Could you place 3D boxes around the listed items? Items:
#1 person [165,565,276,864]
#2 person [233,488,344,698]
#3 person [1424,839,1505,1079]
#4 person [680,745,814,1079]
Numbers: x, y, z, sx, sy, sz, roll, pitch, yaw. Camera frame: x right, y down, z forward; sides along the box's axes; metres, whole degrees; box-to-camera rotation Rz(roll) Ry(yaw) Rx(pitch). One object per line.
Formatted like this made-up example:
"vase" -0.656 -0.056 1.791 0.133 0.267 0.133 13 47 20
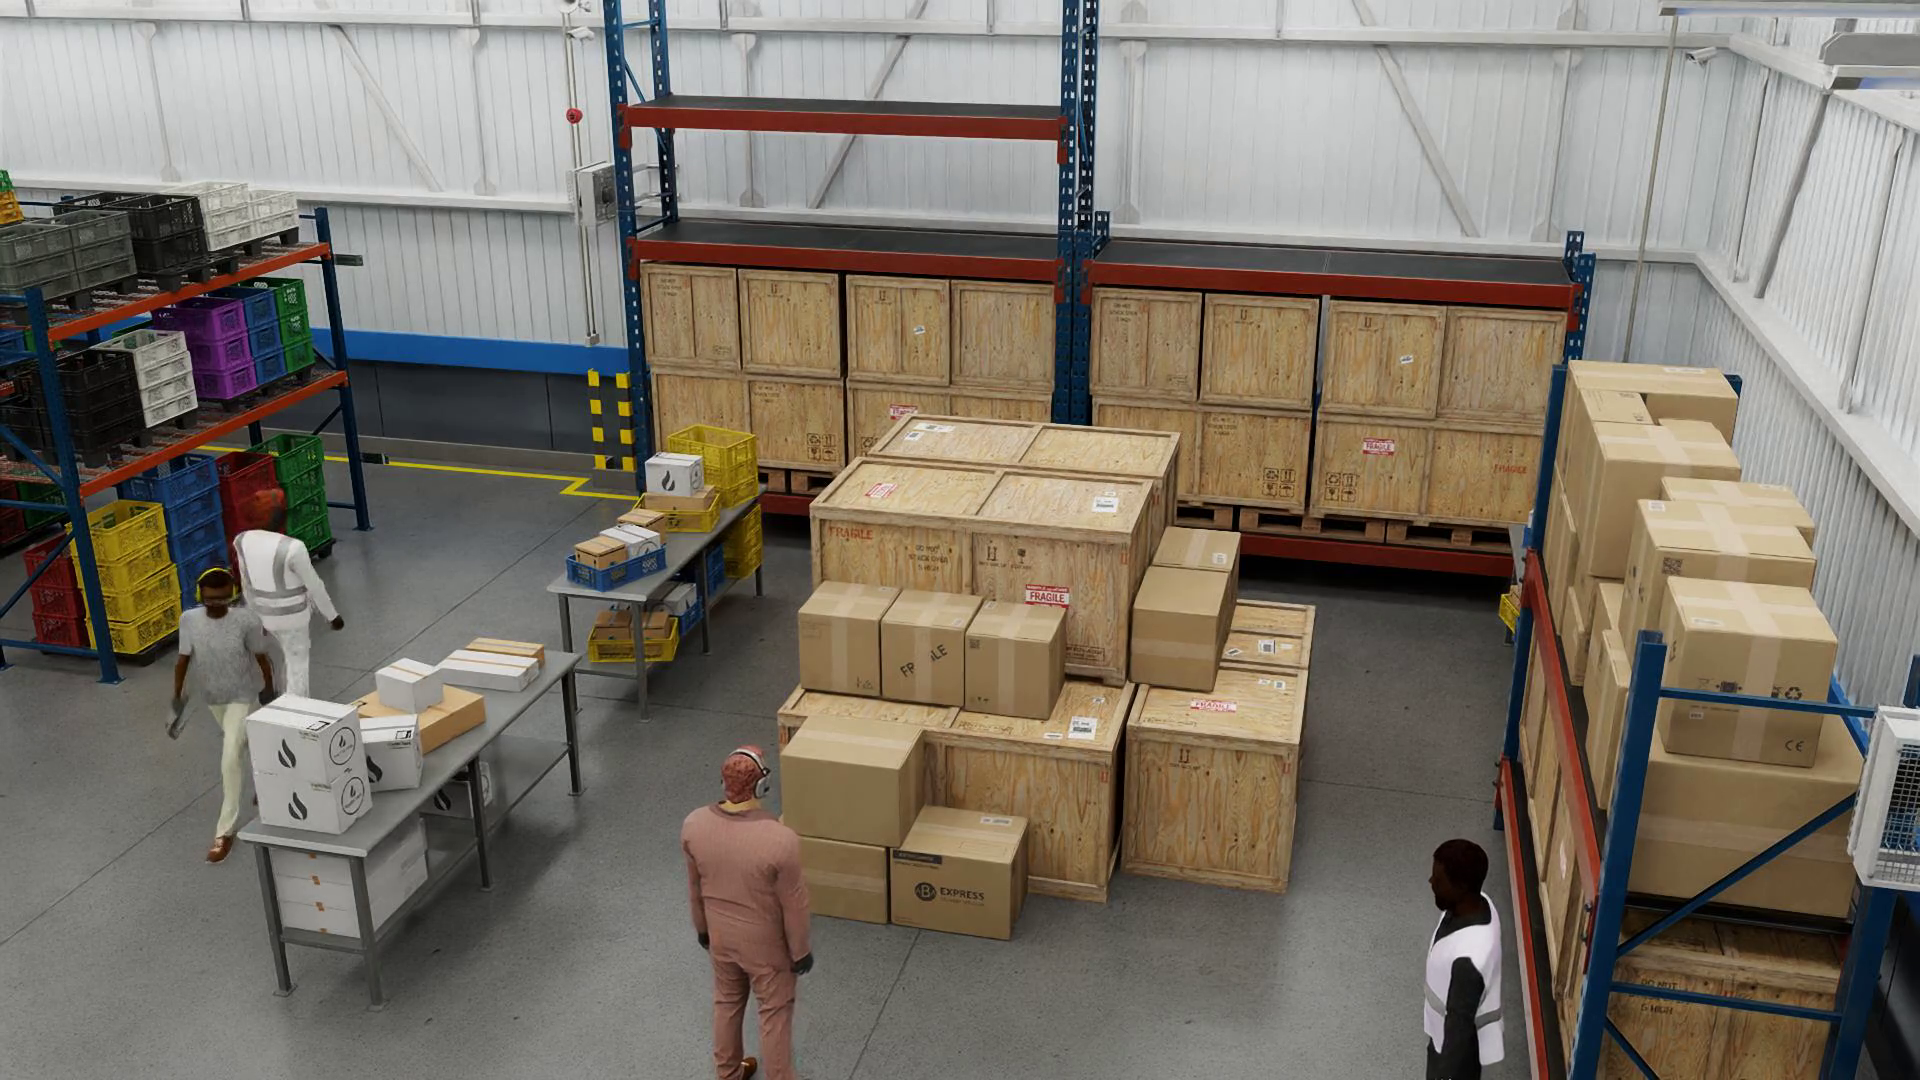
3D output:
"person" -4.536 0.980 10.328 0.550 1.810 1.022 3 21 8
"person" -4.564 0.499 11.470 0.610 1.873 0.566 9 23 22
"person" 2.130 2.145 7.124 0.387 1.906 0.603 6 22 15
"person" -0.982 1.853 7.905 0.648 1.900 0.400 11 23 26
